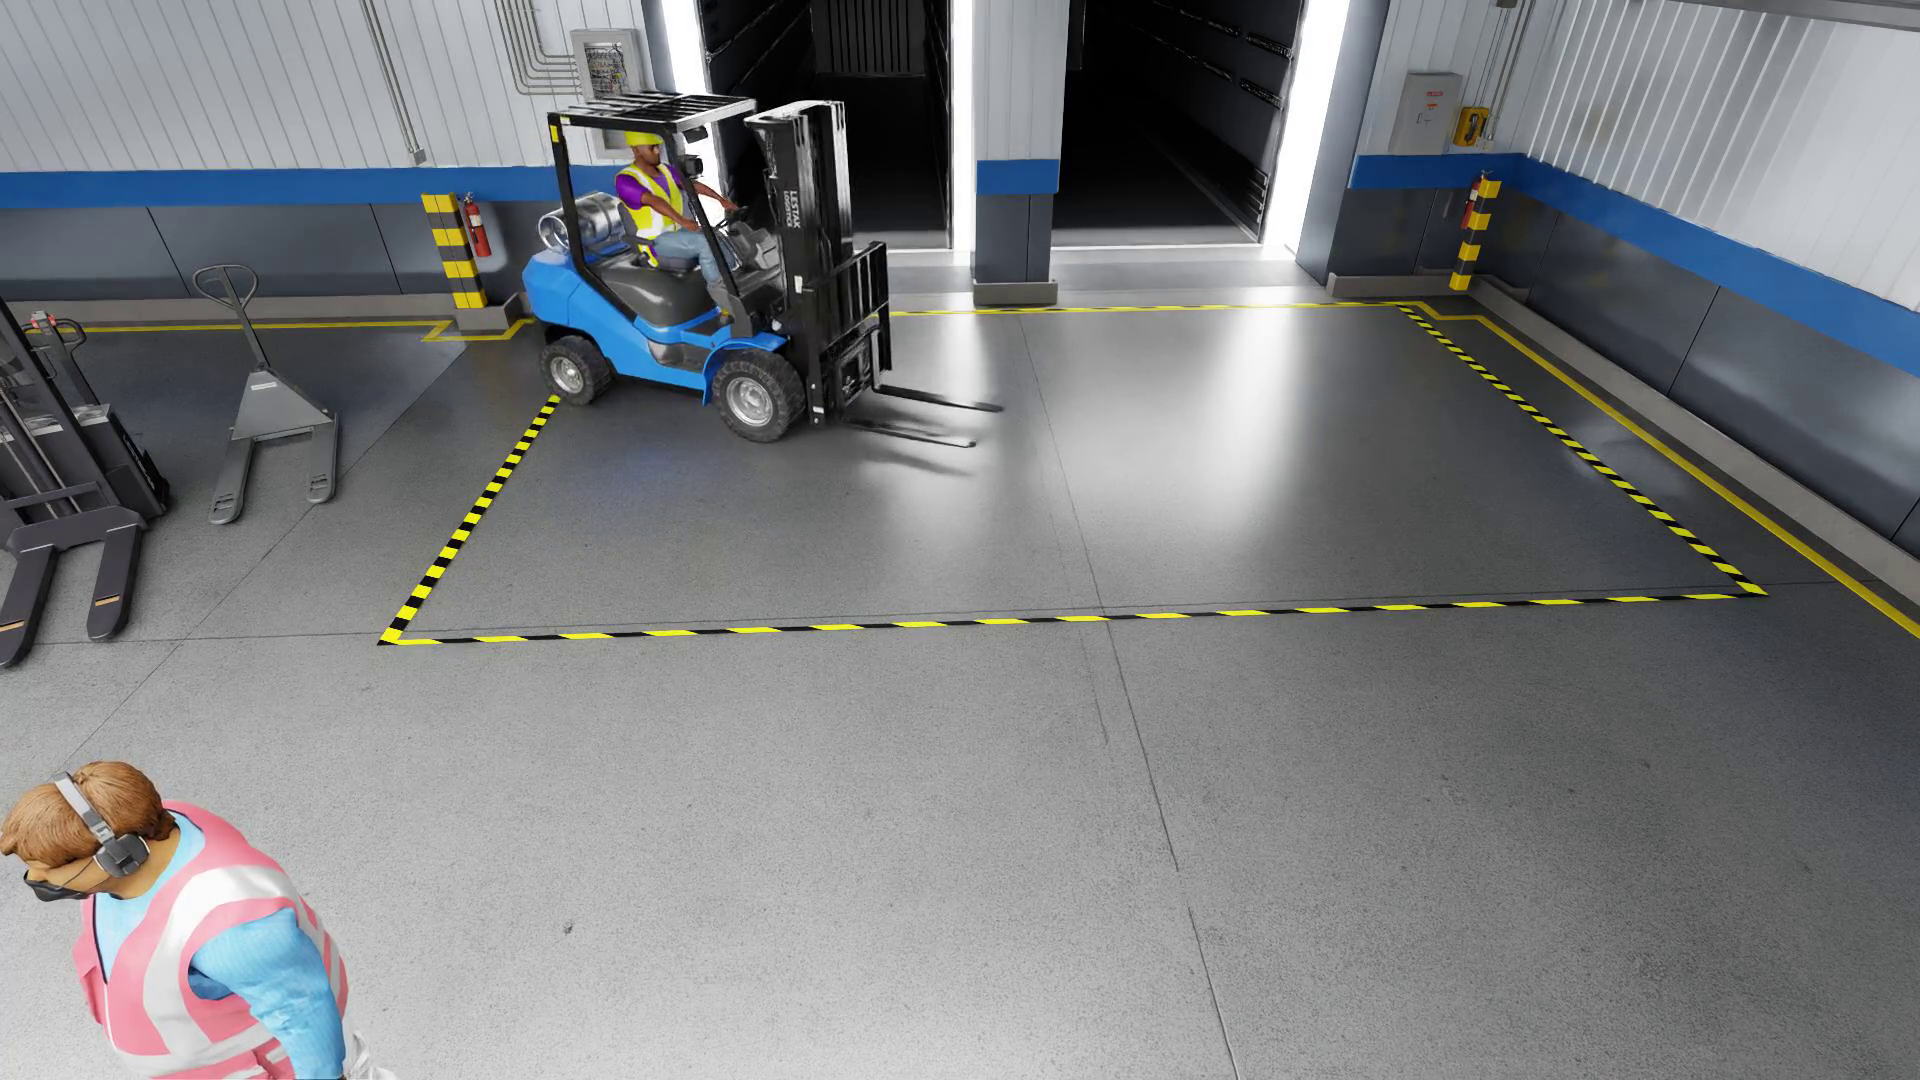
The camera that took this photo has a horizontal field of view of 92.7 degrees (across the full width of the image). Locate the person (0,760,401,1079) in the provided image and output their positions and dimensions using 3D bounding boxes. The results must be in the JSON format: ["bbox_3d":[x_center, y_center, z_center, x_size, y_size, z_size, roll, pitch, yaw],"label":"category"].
[{"bbox_3d":[-1.793,1.241,2.342,0.628,1.843,0.429,18,39,24],"label":"person"}]

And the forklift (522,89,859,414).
[{"bbox_3d":[-1.996,-2.176,6.806,2.680,2.036,1.157,13,37,18],"label":"forklift"}]

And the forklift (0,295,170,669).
[{"bbox_3d":[-5.212,-0.618,4.878,0.823,1.965,1.885,-20,39,-26],"label":"forklift"}]

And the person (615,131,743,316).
[{"bbox_3d":[-1.942,-2.313,6.674,1.002,1.294,0.635,13,37,18],"label":"person"}]

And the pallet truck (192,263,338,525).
[{"bbox_3d":[-4.778,-1.027,6.128,0.680,1.201,1.601,-17,38,-23],"label":"pallet truck"}]
